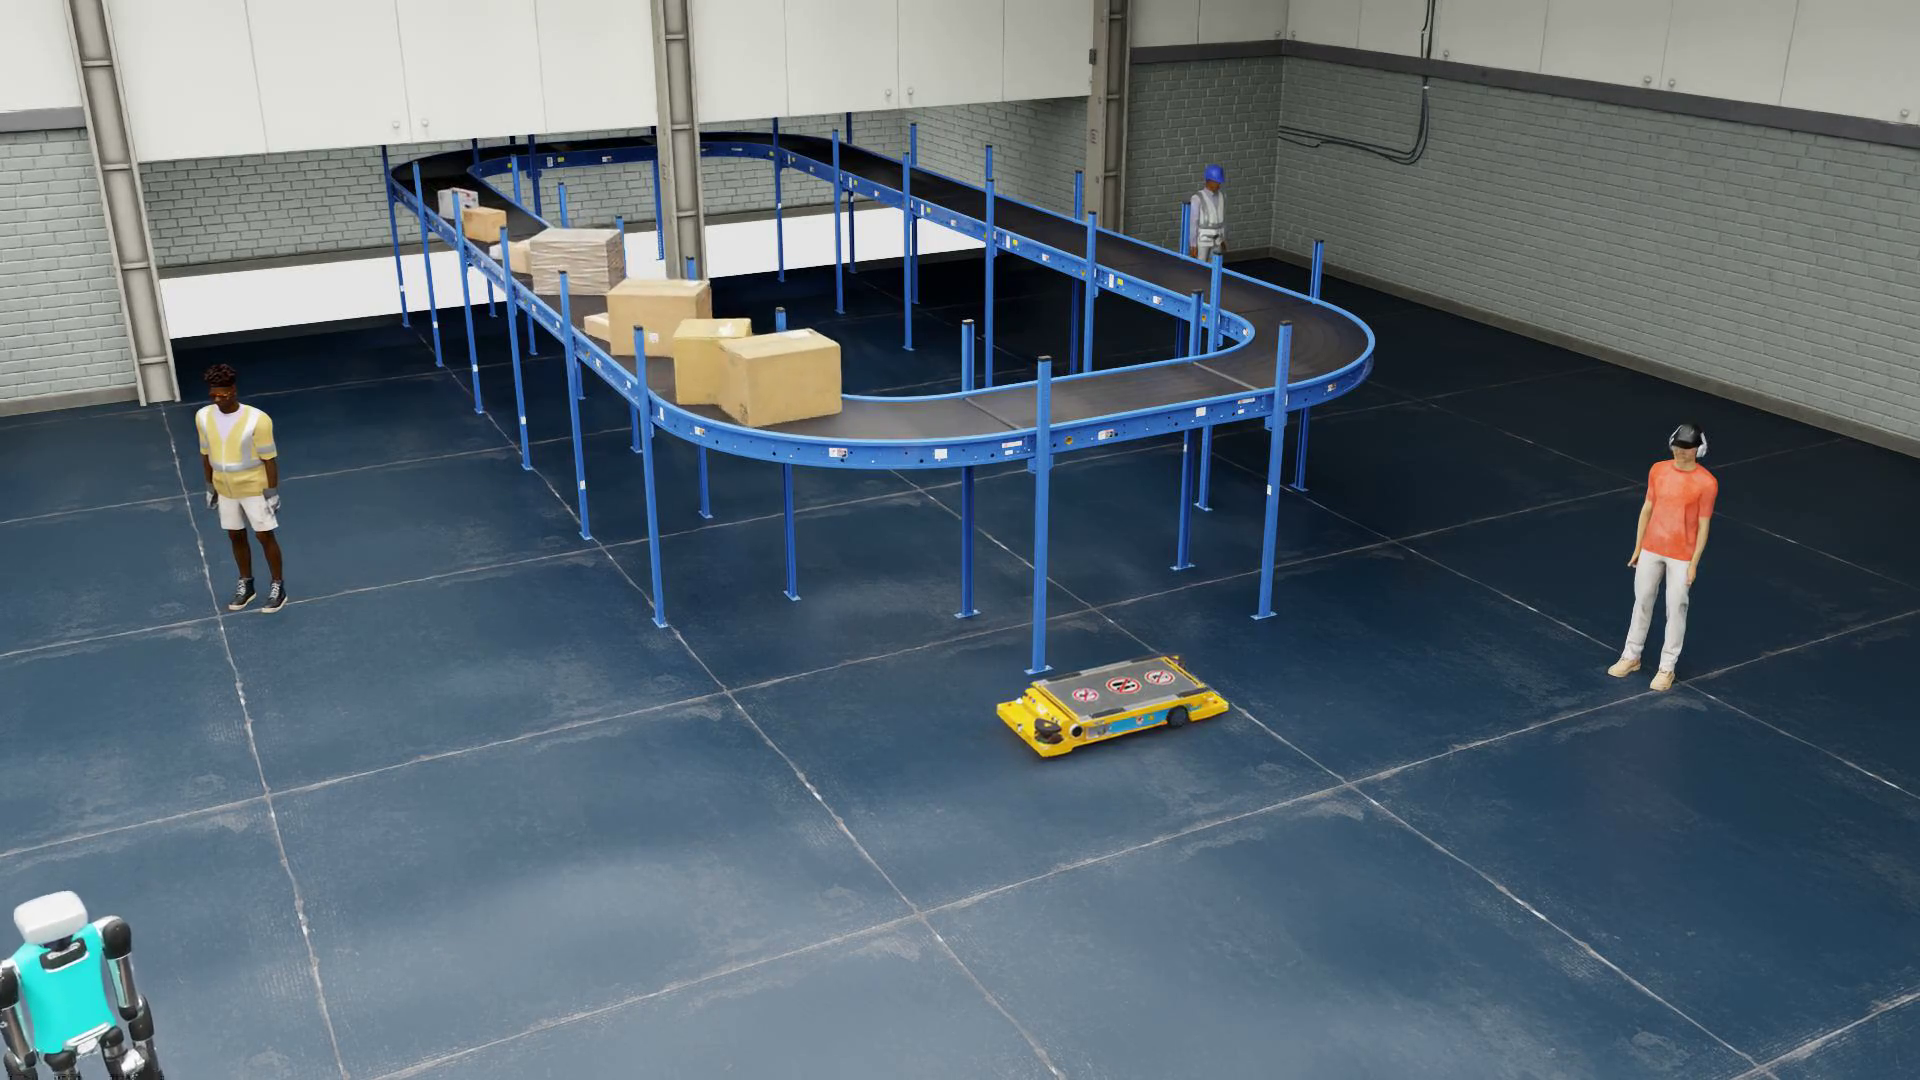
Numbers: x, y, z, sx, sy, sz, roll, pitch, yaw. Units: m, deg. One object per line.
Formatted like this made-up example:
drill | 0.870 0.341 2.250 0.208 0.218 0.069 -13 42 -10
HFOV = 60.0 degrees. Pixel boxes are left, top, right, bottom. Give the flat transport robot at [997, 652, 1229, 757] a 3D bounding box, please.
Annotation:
flat transport robot | 1.030 1.094 11.172 1.431 0.231 0.659 -10 24 -24

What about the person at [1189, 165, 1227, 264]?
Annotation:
person | 3.123 -3.755 20.943 0.610 1.935 0.416 -17 27 -35

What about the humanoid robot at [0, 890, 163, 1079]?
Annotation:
humanoid robot | -3.234 2.252 6.419 1.033 1.764 0.534 18 28 37

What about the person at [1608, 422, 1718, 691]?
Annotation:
person | 4.858 0.105 11.429 0.386 1.913 0.477 -20 30 -40

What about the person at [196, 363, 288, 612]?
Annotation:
person | -5.441 -0.396 12.608 0.602 1.958 0.376 4 22 9
